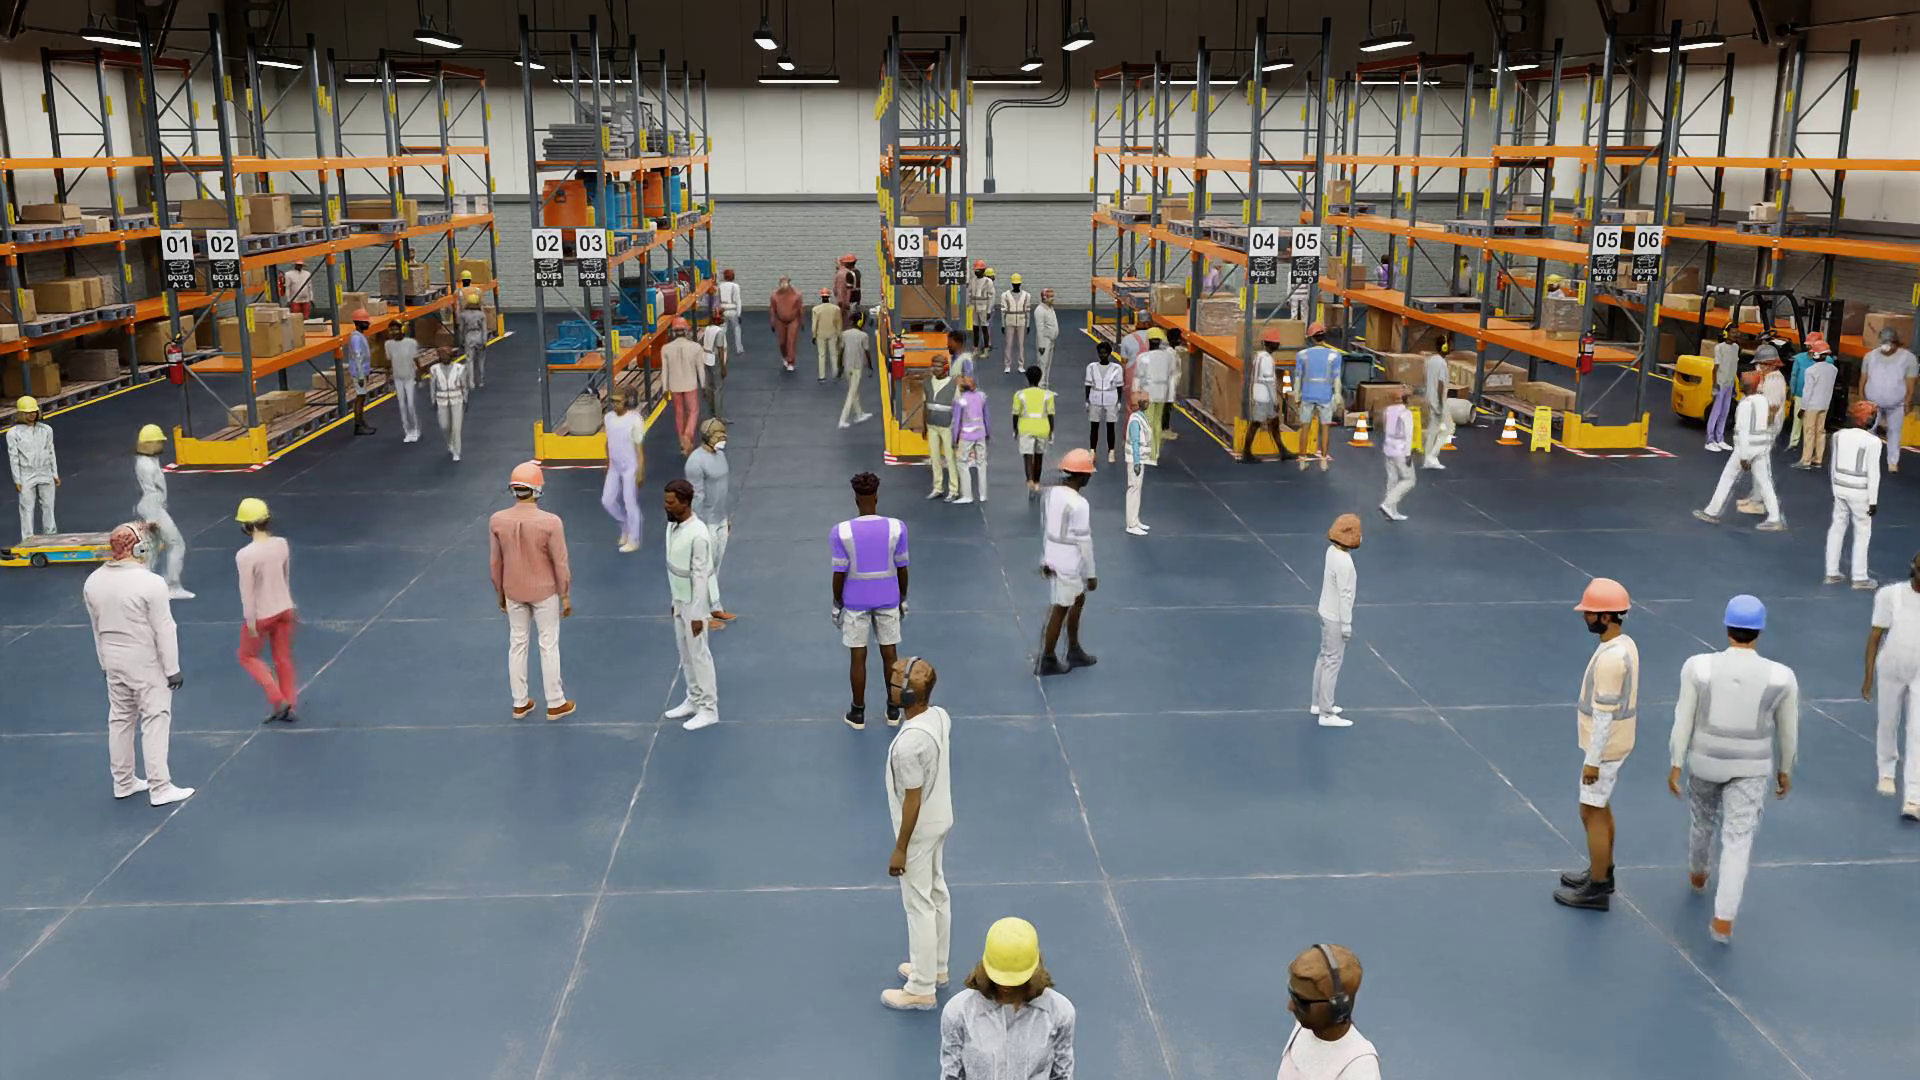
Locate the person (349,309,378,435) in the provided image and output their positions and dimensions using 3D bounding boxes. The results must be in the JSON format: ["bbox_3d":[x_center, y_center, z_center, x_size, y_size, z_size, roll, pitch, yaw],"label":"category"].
[{"bbox_3d":[-9.100,-2.559,25.373,0.420,1.927,0.541,-3,14,-13],"label":"person"}]

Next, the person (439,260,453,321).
[{"bbox_3d":[-12.099,-5.729,39.219,0.573,1.713,0.660,7,15,27],"label":"person"}]

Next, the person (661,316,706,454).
[{"bbox_3d":[-3.934,-2.175,23.616,0.629,1.978,0.623,0,13,1],"label":"person"}]

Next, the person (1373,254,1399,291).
[{"bbox_3d":[10.085,-5.871,39.564,0.622,1.845,0.429,-2,14,-10],"label":"person"}]

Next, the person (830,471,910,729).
[{"bbox_3d":[-0.677,0.455,12.514,0.600,1.959,0.380,-3,14,-13],"label":"person"}]

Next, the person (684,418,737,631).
[{"bbox_3d":[-2.268,-0.153,15.147,0.370,1.934,0.627,3,14,14],"label":"person"}]

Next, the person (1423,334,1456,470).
[{"bbox_3d":[6.517,-1.869,22.593,0.401,1.857,0.523,-2,13,-9],"label":"person"}]

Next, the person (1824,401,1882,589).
[{"bbox_3d":[8.922,-0.453,16.552,0.445,1.878,0.597,-4,14,-16],"label":"person"}]

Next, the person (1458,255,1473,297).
[{"bbox_3d":[11.914,-5.827,39.382,0.564,1.834,0.920,-2,13,-7],"label":"person"}]

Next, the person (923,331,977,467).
[{"bbox_3d":[-0.101,-1.906,22.679,0.957,1.873,0.618,-3,14,-14],"label":"person"}]

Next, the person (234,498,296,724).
[{"bbox_3d":[-5.255,0.545,12.591,0.370,1.755,0.528,5,14,22],"label":"person"}]

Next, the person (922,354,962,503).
[{"bbox_3d":[-0.213,-1.389,20.587,0.567,1.838,0.389,9,16,33],"label":"person"}]

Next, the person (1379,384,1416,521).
[{"bbox_3d":[5.122,-1.007,19.401,0.365,1.627,0.534,-4,14,-16],"label":"person"}]

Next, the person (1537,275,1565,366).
[{"bbox_3d":[11.884,-4.408,33.394,0.404,1.827,0.600,-1,13,-4],"label":"person"}]

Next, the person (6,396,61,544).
[{"bbox_3d":[-9.851,-0.669,17.741,0.295,1.744,0.488,8,16,31],"label":"person"}]

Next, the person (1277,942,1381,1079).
[{"bbox_3d":[1.174,2.174,5.483,0.345,1.844,0.507,-3,14,-14],"label":"person"}]

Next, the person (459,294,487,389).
[{"bbox_3d":[-8.838,-3.610,30.261,0.489,1.714,0.737,-4,14,-15],"label":"person"}]

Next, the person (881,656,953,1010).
[{"bbox_3d":[-0.219,1.477,8.430,0.344,1.847,0.505,5,14,18],"label":"person"}]

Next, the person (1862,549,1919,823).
[{"bbox_3d":[6.228,0.914,10.925,0.520,1.794,0.952,7,15,28],"label":"person"}]

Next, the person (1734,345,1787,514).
[{"bbox_3d":[9.578,-1.343,19.958,0.537,2.000,0.678,6,15,24],"label":"person"}]

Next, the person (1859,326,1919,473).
[{"bbox_3d":[12.411,-1.897,22.305,0.691,2.000,0.682,11,17,40],"label":"person"}]

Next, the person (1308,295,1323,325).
[{"bbox_3d":[6.741,-3.834,31.455,0.366,1.600,0.571,0,13,1],"label":"person"}]

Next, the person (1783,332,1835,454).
[{"bbox_3d":[12.158,-2.109,23.815,0.342,1.751,0.564,-11,17,-40],"label":"person"}]

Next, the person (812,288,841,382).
[{"bbox_3d":[-2.507,-3.844,31.171,0.573,1.747,0.335,-5,14,-18],"label":"person"}]

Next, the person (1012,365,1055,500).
[{"bbox_3d":[0.924,-1.345,20.792,0.542,1.662,0.832,-1,13,-4],"label":"person"}]

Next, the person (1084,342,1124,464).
[{"bbox_3d":[1.988,-1.901,23.057,0.542,1.695,0.316,3,14,11],"label":"person"}]

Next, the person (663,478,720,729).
[{"bbox_3d":[-2.028,0.462,12.582,0.384,1.915,0.594,-7,15,-28],"label":"person"}]

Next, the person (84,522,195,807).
[{"bbox_3d":[-5.470,0.823,11.108,0.637,1.900,0.396,5,14,21],"label":"person"}]

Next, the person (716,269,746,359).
[{"bbox_3d":[-4.756,-4.700,34.591,0.648,1.846,0.869,5,14,22],"label":"person"}]

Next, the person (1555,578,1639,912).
[{"bbox_3d":[3.678,1.165,9.587,0.390,1.922,0.554,7,15,27],"label":"person"}]

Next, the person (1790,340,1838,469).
[{"bbox_3d":[11.659,-1.844,22.695,0.563,1.752,0.327,-7,15,-26],"label":"person"}]

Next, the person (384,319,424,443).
[{"bbox_3d":[-8.243,-2.347,24.625,0.538,1.843,0.492,0,13,0],"label":"person"}]

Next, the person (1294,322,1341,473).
[{"bbox_3d":[4.818,-1.923,22.455,0.630,2.028,0.402,4,14,16],"label":"person"}]
